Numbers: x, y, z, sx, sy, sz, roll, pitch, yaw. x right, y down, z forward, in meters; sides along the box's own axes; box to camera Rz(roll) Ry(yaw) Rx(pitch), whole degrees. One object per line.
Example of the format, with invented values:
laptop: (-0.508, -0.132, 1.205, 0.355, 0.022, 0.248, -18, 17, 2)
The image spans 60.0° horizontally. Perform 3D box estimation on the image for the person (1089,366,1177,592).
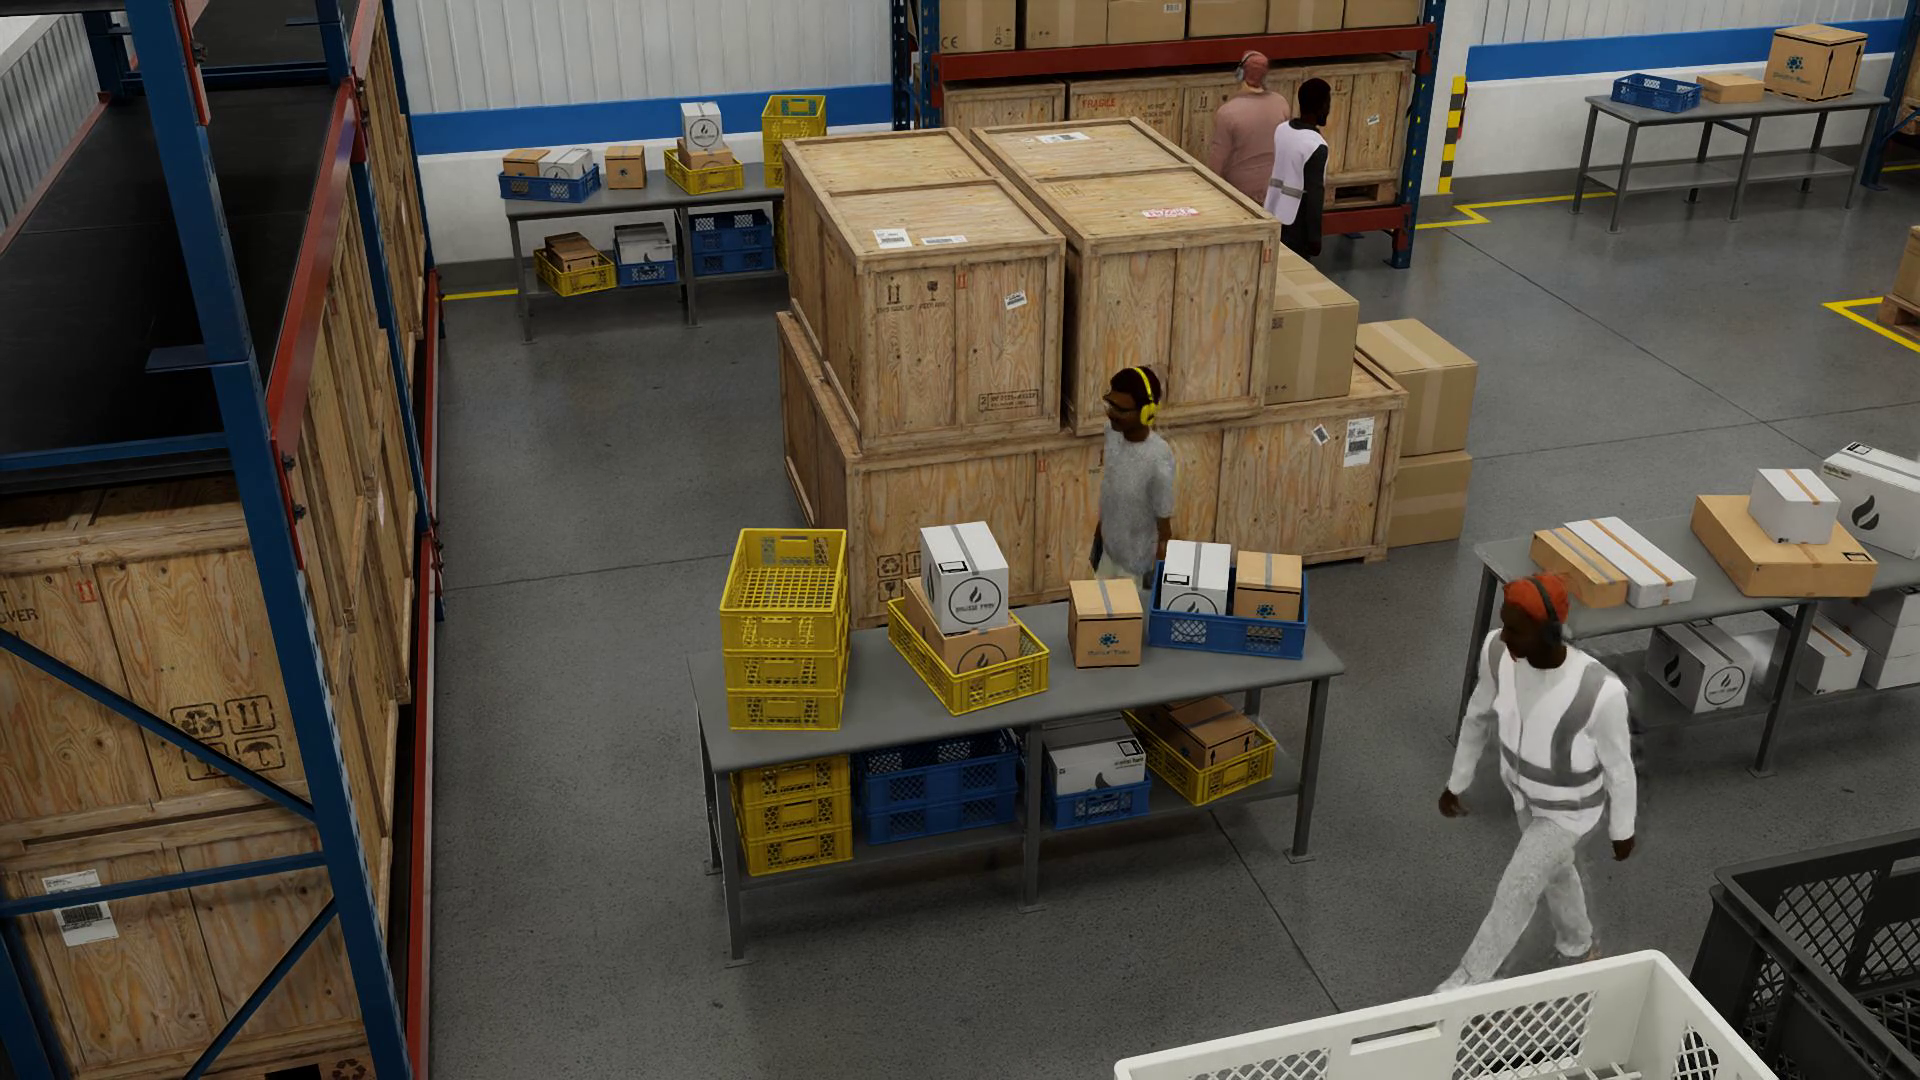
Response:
person: (0.774, 0.073, 7.331, 0.577, 1.851, 0.542, -12, 31, -20)

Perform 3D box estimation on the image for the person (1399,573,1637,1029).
person: (1.996, 0.914, 5.835, 0.992, 1.815, 0.587, -12, 31, -20)

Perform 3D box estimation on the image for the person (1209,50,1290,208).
person: (2.043, -2.589, 12.109, 0.647, 1.907, 0.405, -17, 33, -28)

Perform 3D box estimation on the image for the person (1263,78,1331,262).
person: (2.280, -2.185, 11.367, 0.383, 1.912, 0.584, -9, 30, -15)
